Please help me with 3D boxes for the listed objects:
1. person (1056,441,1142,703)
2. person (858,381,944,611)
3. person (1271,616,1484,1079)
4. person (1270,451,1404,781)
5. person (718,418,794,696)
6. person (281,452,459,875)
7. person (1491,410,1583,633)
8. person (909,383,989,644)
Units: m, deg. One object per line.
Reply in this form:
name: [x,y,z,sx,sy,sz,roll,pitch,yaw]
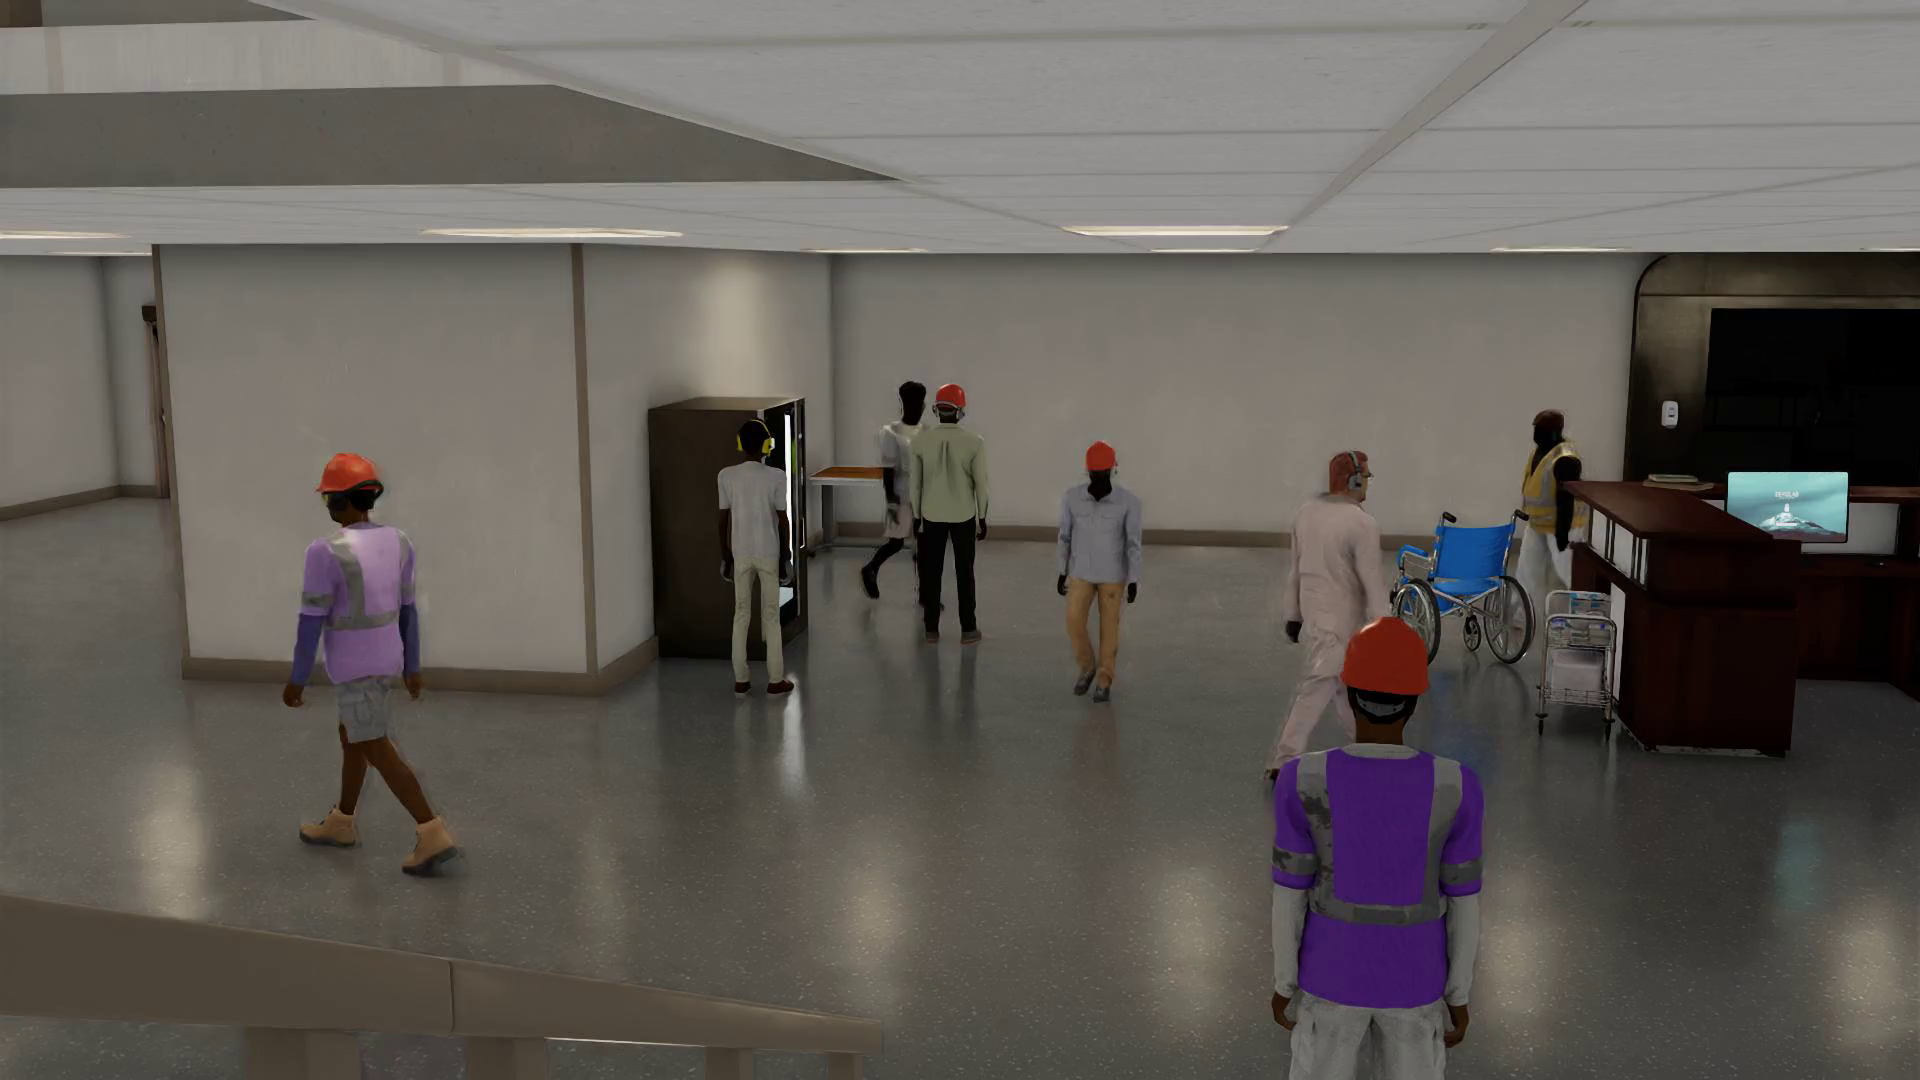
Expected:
person: [0.906,0.214,10.929,0.592,1.736,0.373,3,10,17]
person: [-0.487,-0.381,14.013,0.603,1.945,0.810,-8,12,-41]
person: [1.107,1.163,4.486,0.547,1.938,0.359,1,9,9]
person: [2.136,0.427,9.298,1.014,1.851,0.673,-4,10,-23]
person: [-1.361,0.122,11.133,0.520,1.866,0.326,1,9,9]
person: [-2.806,0.582,7.925,1.046,2.000,0.624,3,10,20]
person: [4.680,-0.138,13.012,0.908,1.795,0.667,-1,9,-7]
person: [-0.079,-0.194,12.678,0.614,1.994,0.381,1,9,9]
